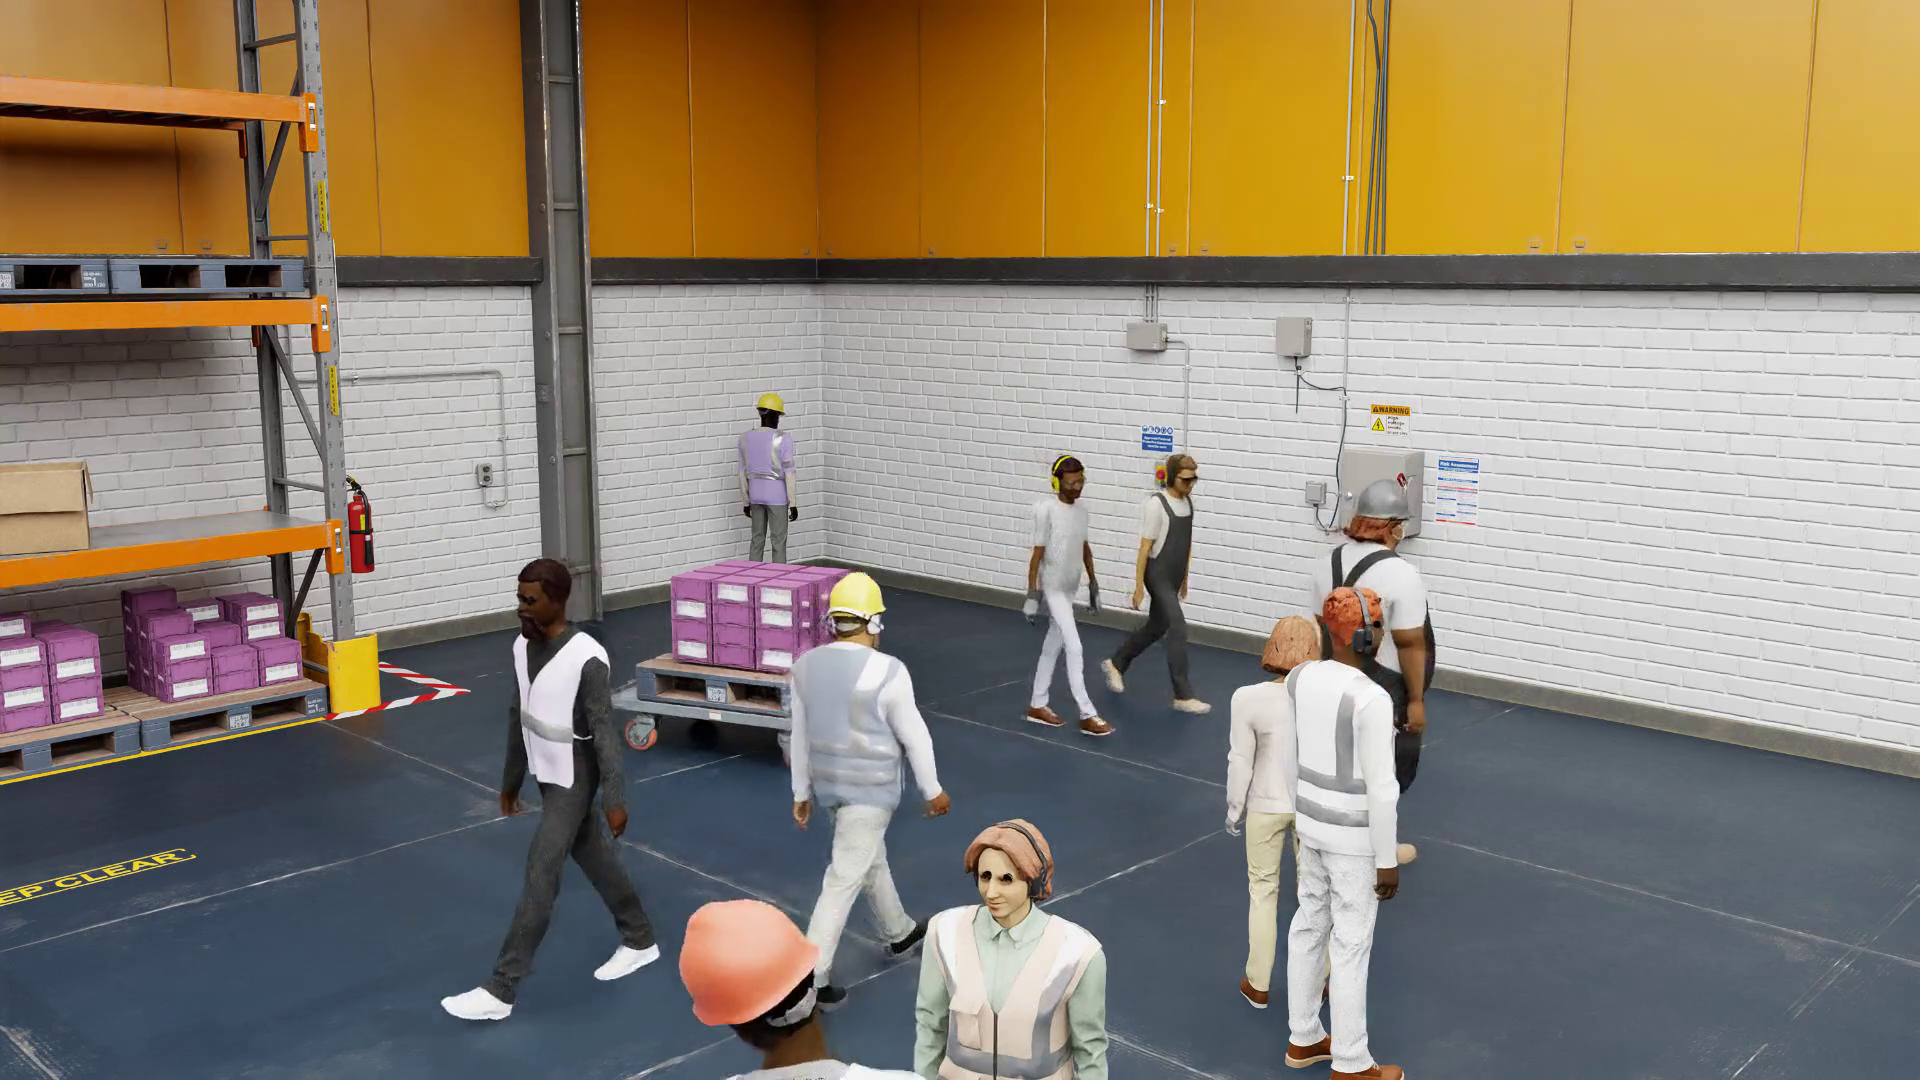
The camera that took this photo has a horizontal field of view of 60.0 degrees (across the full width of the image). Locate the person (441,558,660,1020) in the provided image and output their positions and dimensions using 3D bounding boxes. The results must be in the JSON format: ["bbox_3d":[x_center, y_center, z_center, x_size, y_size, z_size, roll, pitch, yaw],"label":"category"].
[{"bbox_3d":[-1.681,0.995,6.854,1.026,1.864,0.615,-8,12,-40],"label":"person"}]

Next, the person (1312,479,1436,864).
[{"bbox_3d":[2.000,0.689,8.197,0.765,2.000,0.688,-4,10,-24],"label":"person"}]

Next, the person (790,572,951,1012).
[{"bbox_3d":[-0.415,1.027,6.963,0.594,1.780,0.977,8,12,42],"label":"person"}]

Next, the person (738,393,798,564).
[{"bbox_3d":[-1.724,-0.372,15.085,0.585,1.917,0.381,4,10,25],"label":"person"}]

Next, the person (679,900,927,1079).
[{"bbox_3d":[-0.230,1.595,3.146,0.657,1.879,0.386,0,9,1],"label":"person"}]

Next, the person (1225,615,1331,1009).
[{"bbox_3d":[1.345,1.116,6.823,0.508,1.632,0.265,1,9,3],"label":"person"}]

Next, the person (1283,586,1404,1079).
[{"bbox_3d":[1.421,1.100,6.161,0.354,1.883,0.573,-4,10,-24],"label":"person"}]

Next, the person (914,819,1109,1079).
[{"bbox_3d":[0.127,1.519,4.337,0.522,1.640,0.306,3,10,19],"label":"person"}]

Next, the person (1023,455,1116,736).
[{"bbox_3d":[0.772,0.363,10.843,0.884,1.825,0.569,8,12,39],"label":"person"}]

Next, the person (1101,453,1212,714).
[{"bbox_3d":[1.344,0.269,11.562,0.927,1.796,0.566,7,12,38],"label":"person"}]
